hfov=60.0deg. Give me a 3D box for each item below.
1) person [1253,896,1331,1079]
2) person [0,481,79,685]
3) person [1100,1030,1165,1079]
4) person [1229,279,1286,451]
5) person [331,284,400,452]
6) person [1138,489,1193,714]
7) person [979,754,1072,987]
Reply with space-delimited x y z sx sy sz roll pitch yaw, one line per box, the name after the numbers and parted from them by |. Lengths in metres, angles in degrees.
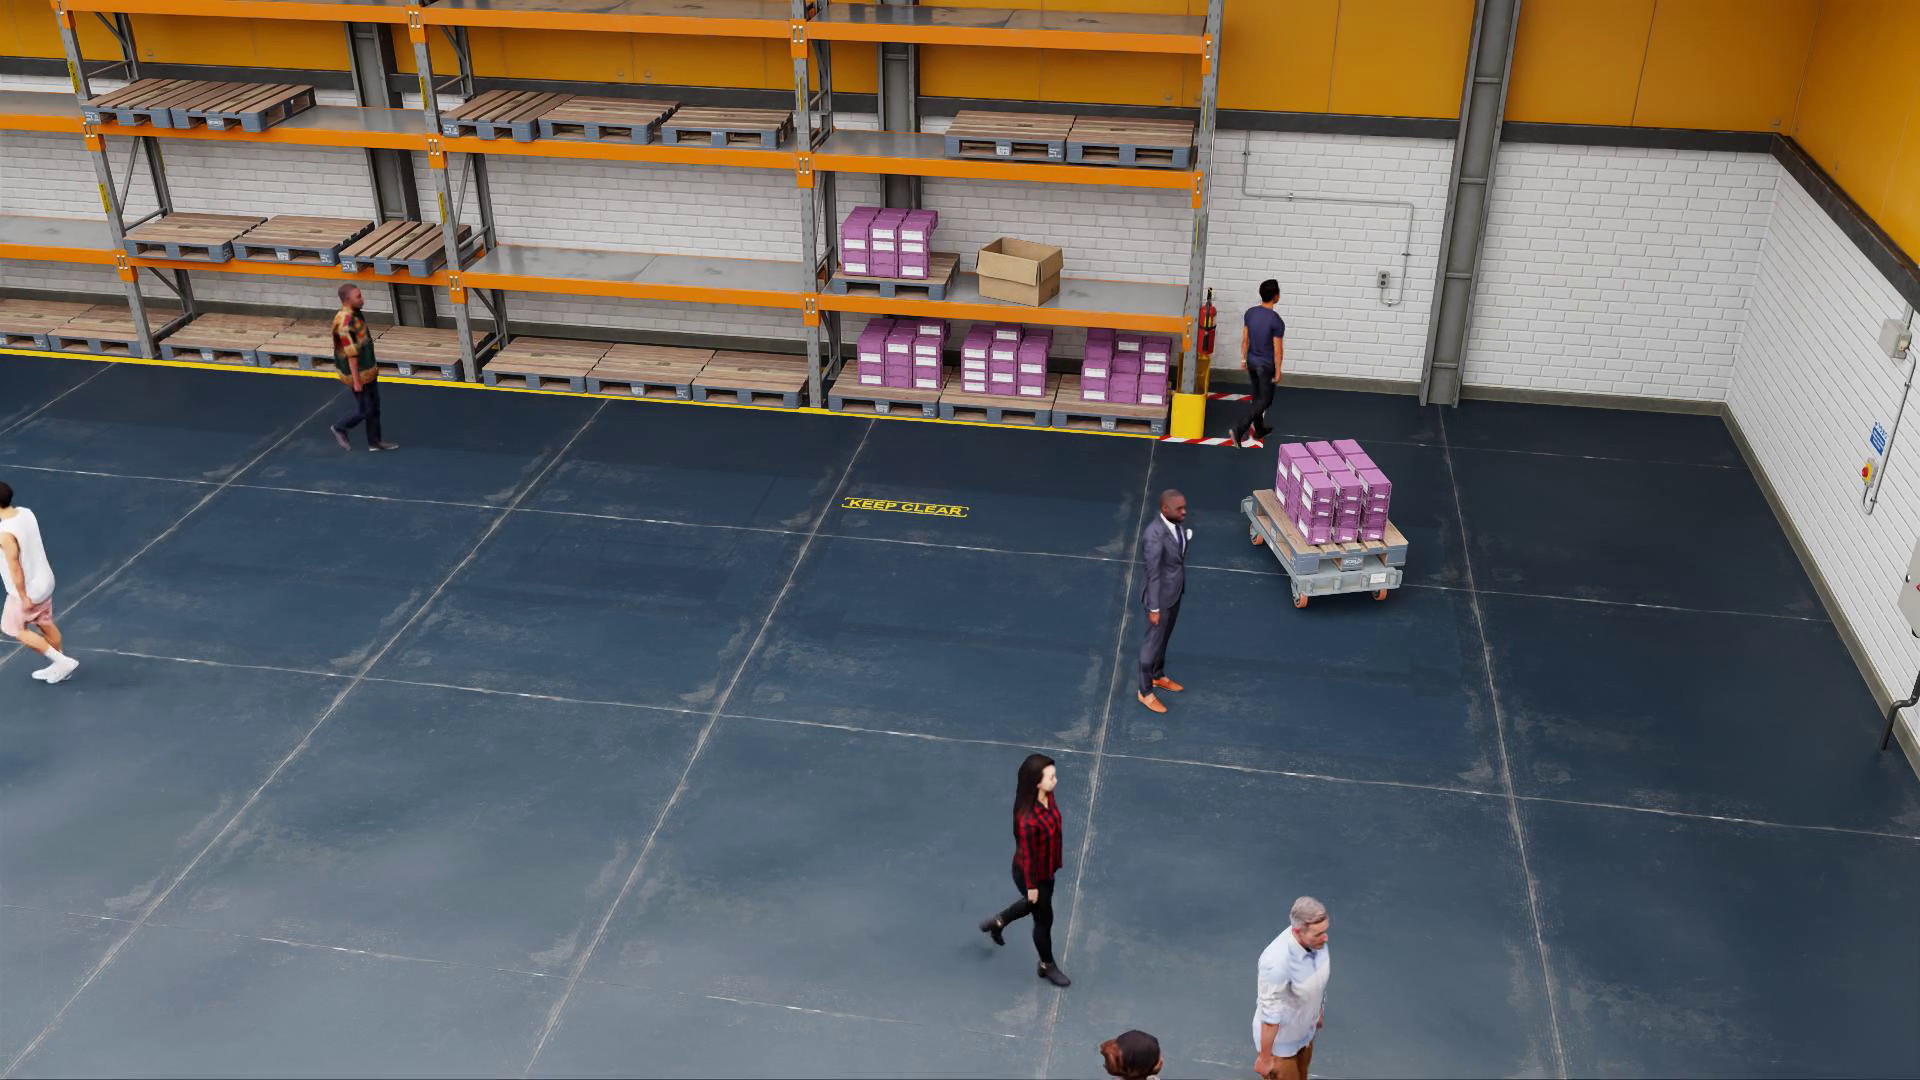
1.673 2.581 8.855 0.909 1.810 0.879 19 34 31 | person
-7.195 0.347 12.986 0.758 1.775 0.698 0 29 -1 | person
0.764 3.049 8.106 0.643 1.704 0.598 1 29 3 | person
2.996 -1.746 16.827 1.077 1.771 1.069 -24 36 -36 | person
-6.118 -1.696 16.714 0.907 1.792 0.757 0 29 0 | person
1.560 0.421 12.799 0.707 1.824 0.766 15 32 25 | person
0.398 1.990 10.113 0.910 1.642 0.689 10 30 18 | person
